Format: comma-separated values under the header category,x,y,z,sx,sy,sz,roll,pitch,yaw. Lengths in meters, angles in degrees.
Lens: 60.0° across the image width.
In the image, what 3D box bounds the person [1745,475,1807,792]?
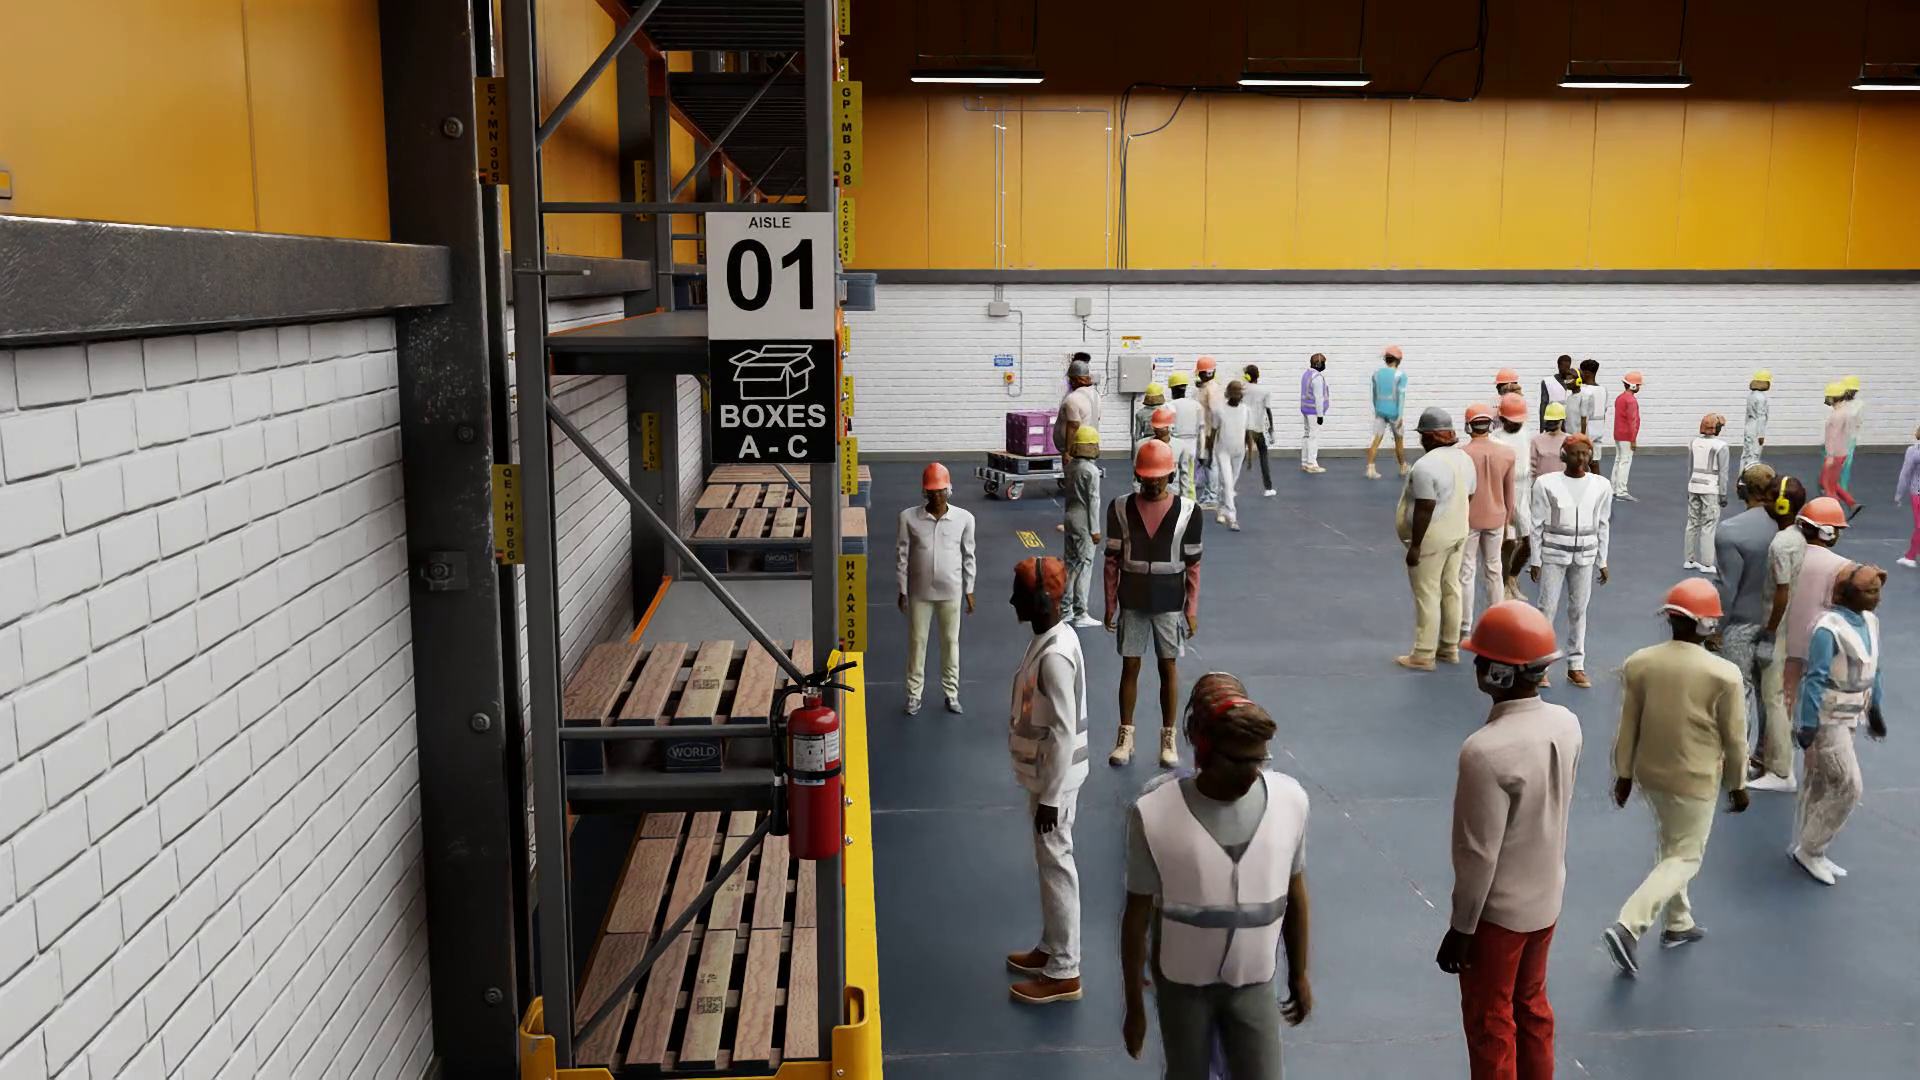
category,x,y,z,sx,sy,sz,roll,pitch,yaw
person,4.817,0.566,9.801,0.445,1.884,0.569,7,11,37

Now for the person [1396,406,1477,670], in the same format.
category,x,y,z,sx,sy,sz,roll,pitch,yaw
person,3.642,-0.028,12.890,0.688,2.000,0.536,-8,12,-41

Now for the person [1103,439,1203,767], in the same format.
category,x,y,z,sx,sy,sz,roll,pitch,yaw
person,1.182,0.391,10.266,0.607,2.040,0.378,2,9,11

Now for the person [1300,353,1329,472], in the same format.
category,x,y,z,sx,sy,sz,roll,pitch,yaw
person,5.476,-1.958,25.666,0.429,1.835,0.629,-1,9,-5

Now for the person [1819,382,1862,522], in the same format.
category,x,y,z,sx,sy,sz,roll,pitch,yaw
person,10.571,-1.019,20.025,0.499,1.755,0.538,5,10,27

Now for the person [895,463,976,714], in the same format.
category,x,y,z,sx,sy,sz,roll,pitch,yaw
person,-0.170,0.335,11.504,0.560,1.753,0.328,-1,9,-3

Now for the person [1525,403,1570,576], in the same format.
category,x,y,z,sx,sy,sz,roll,pitch,yaw
person,5.995,-0.514,16.844,0.522,1.759,0.350,7,11,36

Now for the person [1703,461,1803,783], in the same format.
category,x,y,z,sx,sy,sz,roll,pitch,yaw
person,4.719,0.495,9.934,0.630,1.938,0.372,-3,10,-20

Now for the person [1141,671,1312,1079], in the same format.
category,x,y,z,sx,sy,sz,roll,pitch,yaw
person,0.820,1.298,5.332,0.551,1.790,0.970,0,9,-2

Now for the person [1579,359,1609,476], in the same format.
category,x,y,z,sx,sy,sz,roll,pitch,yaw
person,8.131,-1.363,21.541,0.608,1.958,0.371,-7,12,-38

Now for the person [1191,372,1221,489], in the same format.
category,x,y,z,sx,sy,sz,roll,pitch,yaw
person,3.464,-1.575,23.504,0.490,1.746,0.537,-5,10,-30

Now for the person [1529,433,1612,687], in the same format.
category,x,y,z,sx,sy,sz,roll,pitch,yaw
person,4.484,0.152,12.253,0.572,1.885,0.356,0,9,3

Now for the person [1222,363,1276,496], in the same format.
category,x,y,z,sx,sy,sz,roll,pitch,yaw
person,4.008,-1.501,22.800,0.635,1.839,0.641,5,10,30

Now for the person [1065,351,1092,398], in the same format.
category,x,y,z,sx,sy,sz,roll,pitch,yaw
person,1.659,-1.757,24.051,0.509,1.946,0.640,1,9,4

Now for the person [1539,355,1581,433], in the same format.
category,x,y,z,sx,sy,sz,roll,pitch,yaw
person,8.504,-1.673,23.615,0.597,1.915,0.370,-1,9,-8

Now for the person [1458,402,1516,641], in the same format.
category,x,y,z,sx,sy,sz,roll,pitch,yaw
person,4.292,-0.147,13.817,0.610,1.984,0.400,-1,9,-8

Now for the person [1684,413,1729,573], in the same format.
category,x,y,z,sx,sy,sz,roll,pitch,yaw
person,7.620,-0.475,16.987,0.312,1.634,0.514,-3,10,-19

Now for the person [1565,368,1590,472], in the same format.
category,x,y,z,sx,sy,sz,roll,pitch,yaw
person,7.826,-1.256,21.188,0.327,1.861,0.499,-1,9,-7

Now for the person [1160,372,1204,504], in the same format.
category,x,y,z,sx,sy,sz,roll,pitch,yaw
person,2.581,-1.004,19.409,0.669,1.917,0.400,-4,10,-26

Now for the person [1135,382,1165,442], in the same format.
category,x,y,z,sx,sy,sz,roll,pitch,yaw
person,2.359,-1.043,20.194,0.486,1.746,0.290,5,11,31

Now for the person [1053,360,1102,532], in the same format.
category,x,y,z,sx,sy,sz,roll,pitch,yaw
person,1.362,-1.117,19.729,0.538,2.000,0.683,5,10,30

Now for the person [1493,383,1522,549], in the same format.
category,x,y,z,sx,sy,sz,roll,pitch,yaw
person,6.078,-0.824,18.501,0.345,1.847,0.504,4,10,26

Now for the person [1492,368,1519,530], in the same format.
category,x,y,z,sx,sy,sz,roll,pitch,yaw
person,6.480,-1.077,19.804,0.363,1.934,0.551,1,9,7

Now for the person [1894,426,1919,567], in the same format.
category,x,y,z,sx,sy,sz,roll,pitch,yaw
person,9.885,-0.462,17.004,0.512,1.592,0.842,0,9,-2

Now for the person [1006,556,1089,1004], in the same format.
category,x,y,z,sx,sy,sz,roll,pitch,yaw
person,0.367,0.992,6.973,0.337,1.882,0.585,0,9,0

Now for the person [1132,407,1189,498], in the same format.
category,x,y,z,sx,sy,sz,roll,pitch,yaw
person,1.970,-0.434,16.361,0.561,1.745,0.339,1,9,5

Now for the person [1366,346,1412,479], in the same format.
category,x,y,z,sx,sy,sz,roll,pitch,yaw
person,6.418,-1.901,24.862,1.095,1.978,0.621,-9,13,-44

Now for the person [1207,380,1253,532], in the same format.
category,x,y,z,sx,sy,sz,roll,pitch,yaw
person,3.241,-1.037,20.032,0.521,1.795,0.989,-2,9,-10

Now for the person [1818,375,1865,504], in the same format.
category,x,y,z,sx,sy,sz,roll,pitch,yaw
person,11.725,-1.352,22.165,0.521,1.731,0.618,1,9,7

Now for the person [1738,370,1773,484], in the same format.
category,x,y,z,sx,sy,sz,roll,pitch,yaw
person,10.898,-1.448,22.749,0.313,1.741,0.487,1,9,6

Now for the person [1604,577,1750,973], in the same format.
category,x,y,z,sx,sy,sz,roll,pitch,yaw
person,3.116,1.022,7.302,0.789,1.727,0.542,-5,10,-28

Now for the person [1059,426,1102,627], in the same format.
category,x,y,z,sx,sy,sz,roll,pitch,yaw
person,1.071,-0.121,14.443,0.346,1.738,0.485,-5,10,-27

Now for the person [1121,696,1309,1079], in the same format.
category,x,y,z,sx,sy,sz,roll,pitch,yaw
person,0.775,1.344,4.958,0.622,1.812,0.567,-2,9,-13

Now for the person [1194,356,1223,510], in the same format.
category,x,y,z,sx,sy,sz,roll,pitch,yaw
person,3.211,-1.389,21.604,0.388,1.987,0.608,0,9,3

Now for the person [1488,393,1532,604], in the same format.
category,x,y,z,sx,sy,sz,roll,pitch,yaw
person,4.988,-0.338,15.007,0.669,1.994,0.445,-6,11,-34

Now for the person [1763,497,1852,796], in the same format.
category,x,y,z,sx,sy,sz,roll,pitch,yaw
person,4.979,0.618,9.740,0.335,1.747,0.572,-6,11,-34

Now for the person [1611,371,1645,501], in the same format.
category,x,y,z,sx,sy,sz,roll,pitch,yaw
person,9.025,-1.403,22.460,0.352,1.743,0.571,1,9,4

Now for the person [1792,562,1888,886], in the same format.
category,x,y,z,sx,sy,sz,roll,pitch,yaw
person,4.391,0.912,8.295,0.533,1.622,0.412,-8,12,-41

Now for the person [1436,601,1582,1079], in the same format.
category,x,y,z,sx,sy,sz,roll,pitch,yaw
person,1.776,1.180,5.442,0.612,1.997,0.375,-9,13,-44
